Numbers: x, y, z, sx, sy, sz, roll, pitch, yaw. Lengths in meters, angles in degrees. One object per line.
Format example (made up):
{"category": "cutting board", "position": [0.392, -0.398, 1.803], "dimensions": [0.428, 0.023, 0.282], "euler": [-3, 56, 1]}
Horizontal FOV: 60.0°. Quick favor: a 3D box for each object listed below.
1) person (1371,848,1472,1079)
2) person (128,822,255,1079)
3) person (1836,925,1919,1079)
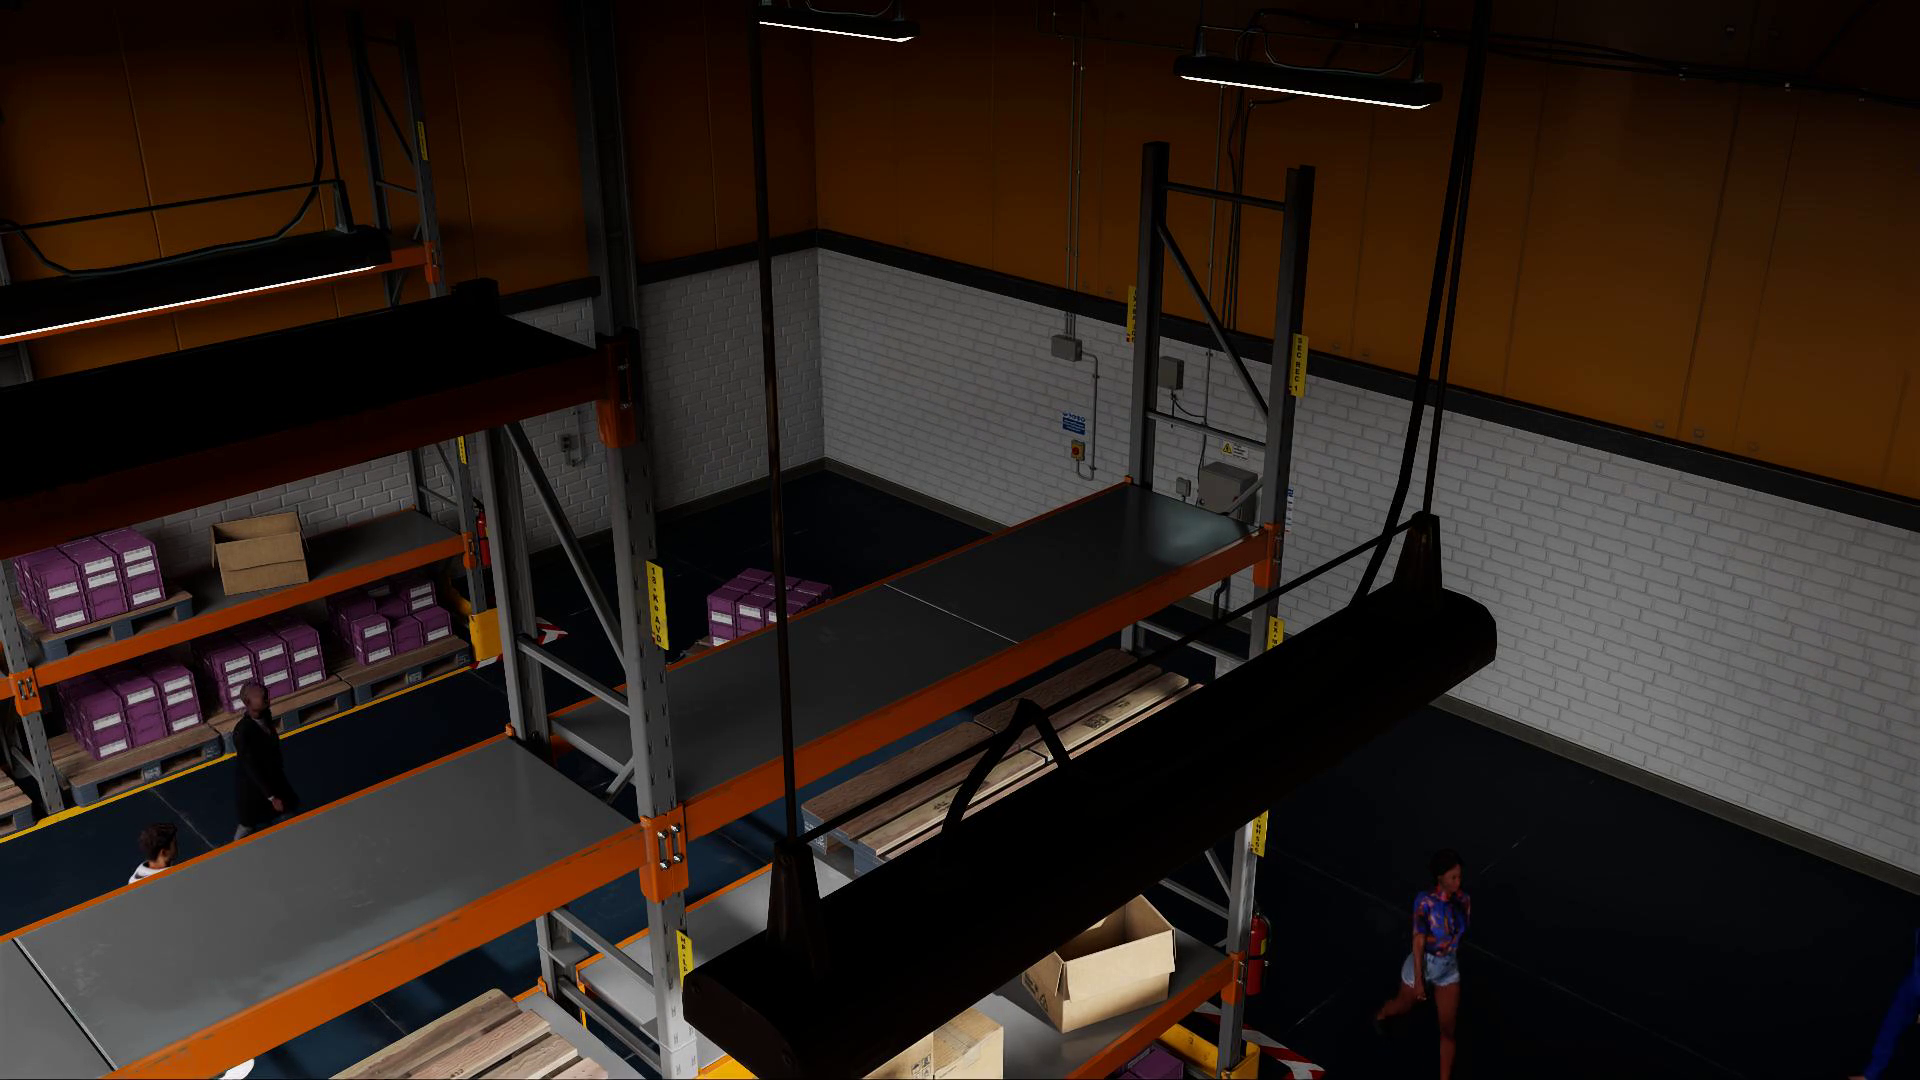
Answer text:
{"category": "person", "position": [2.952, 2.710, 10.617], "dimensions": [1.158, 1.706, 1.031], "euler": [-6, 24, -14]}
{"category": "person", "position": [-4.918, 2.644, 10.490], "dimensions": [0.775, 1.929, 0.771], "euler": [7, 24, 15]}
{"category": "person", "position": [6.157, 2.862, 10.321], "dimensions": [1.042, 1.664, 1.150], "euler": [6, 24, 14]}
